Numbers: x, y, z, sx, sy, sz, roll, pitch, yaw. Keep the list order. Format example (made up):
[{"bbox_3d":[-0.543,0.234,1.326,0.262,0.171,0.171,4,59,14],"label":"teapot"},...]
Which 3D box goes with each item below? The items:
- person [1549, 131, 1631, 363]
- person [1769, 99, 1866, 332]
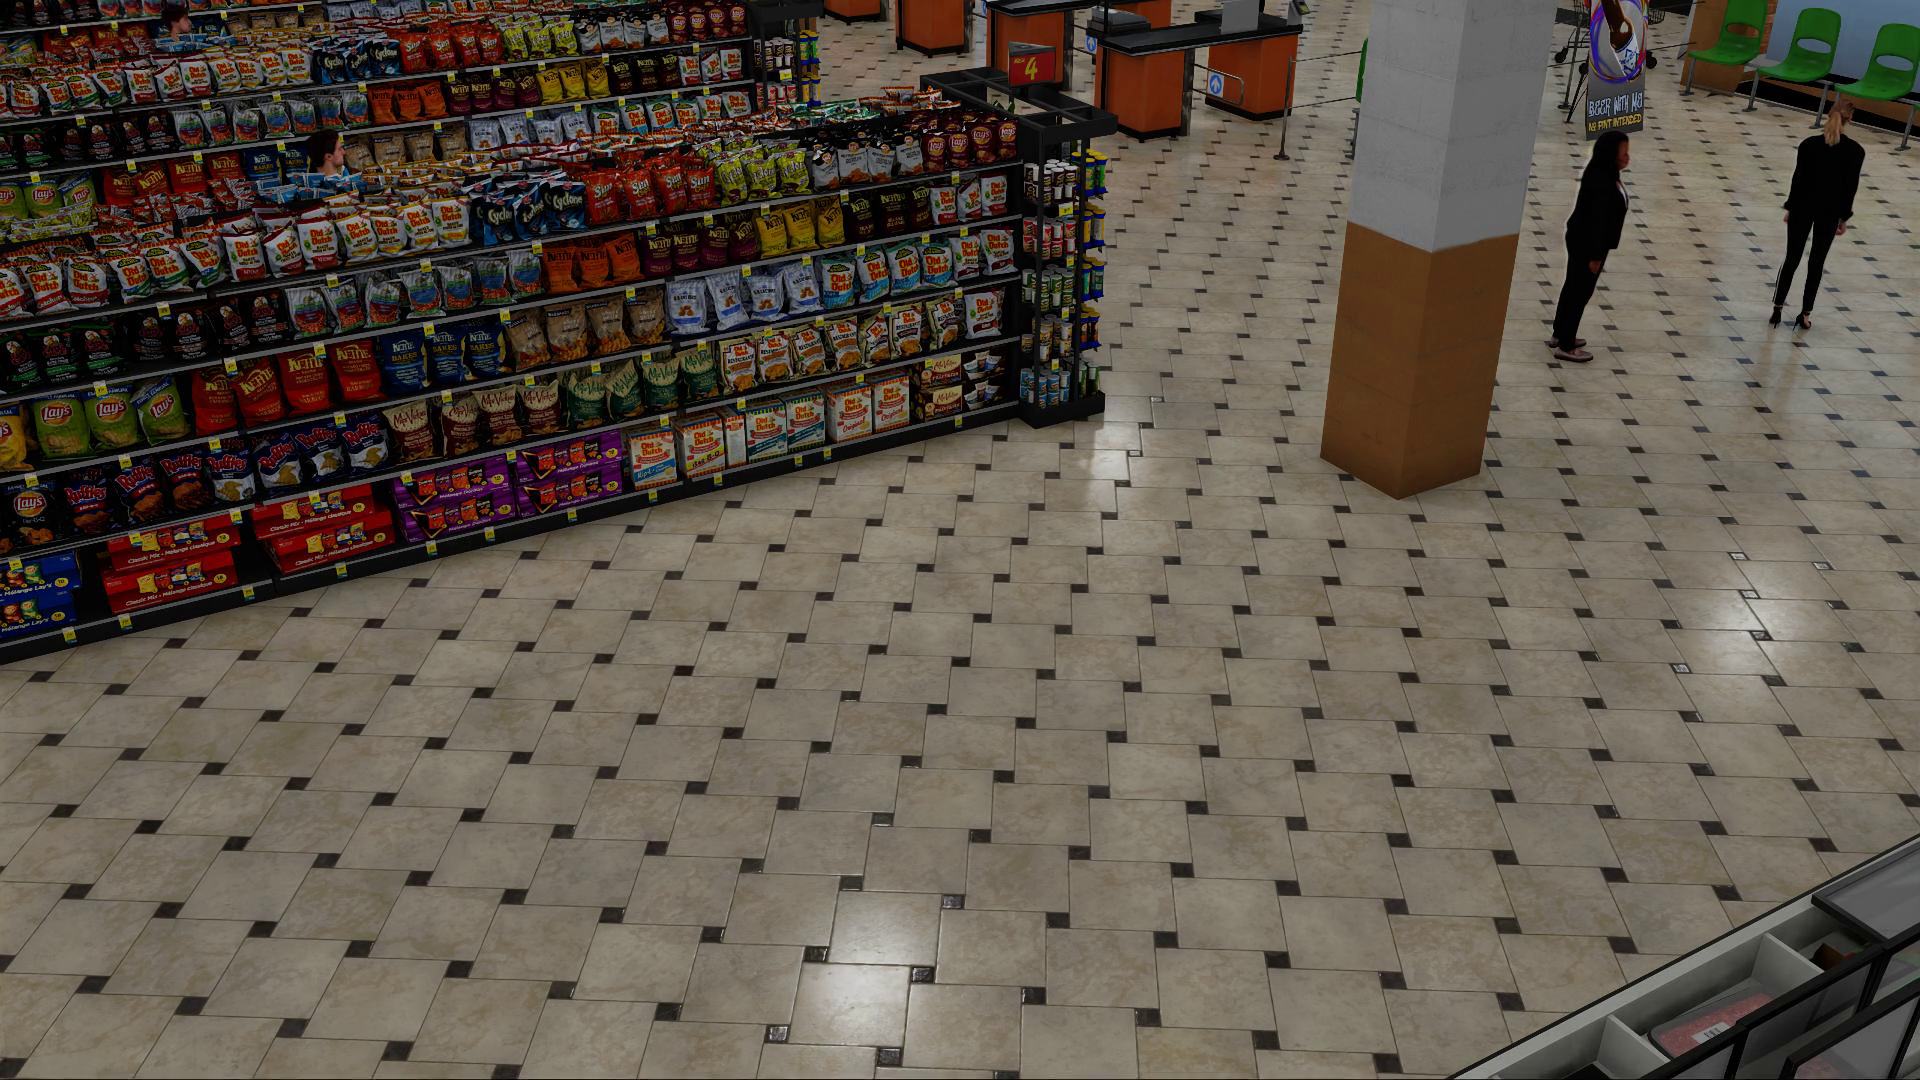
[{"bbox_3d":[4.428,-2.077,11.721,0.822,1.615,0.772,5,29,10],"label":"person"},{"bbox_3d":[6.246,-2.362,12.148,0.698,1.707,0.689,18,33,30],"label":"person"}]
